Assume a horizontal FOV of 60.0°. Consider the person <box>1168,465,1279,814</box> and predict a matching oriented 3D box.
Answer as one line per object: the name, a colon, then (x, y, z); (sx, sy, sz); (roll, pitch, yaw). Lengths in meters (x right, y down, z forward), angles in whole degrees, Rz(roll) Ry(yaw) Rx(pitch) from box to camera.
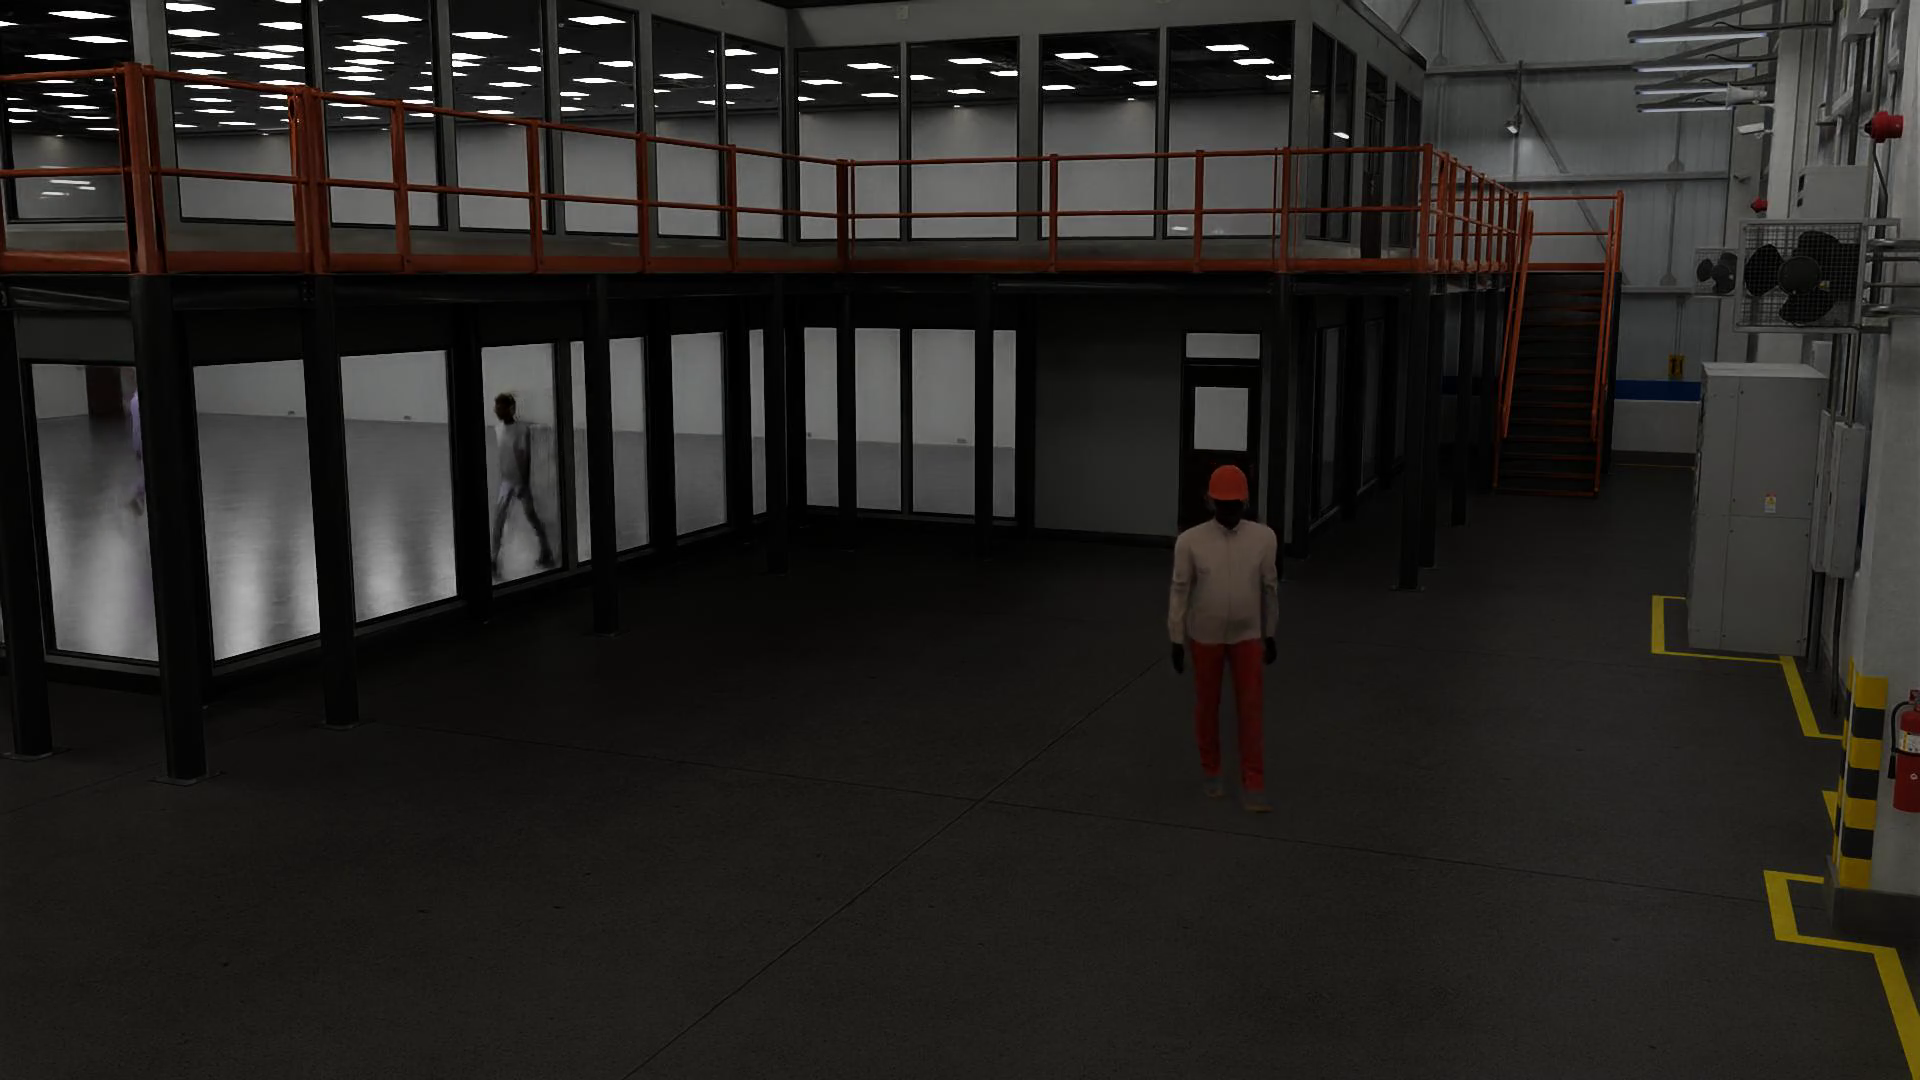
person: (1.509, 0.569, 9.380); (0.663, 1.958, 0.900); (0, 9, -2)
